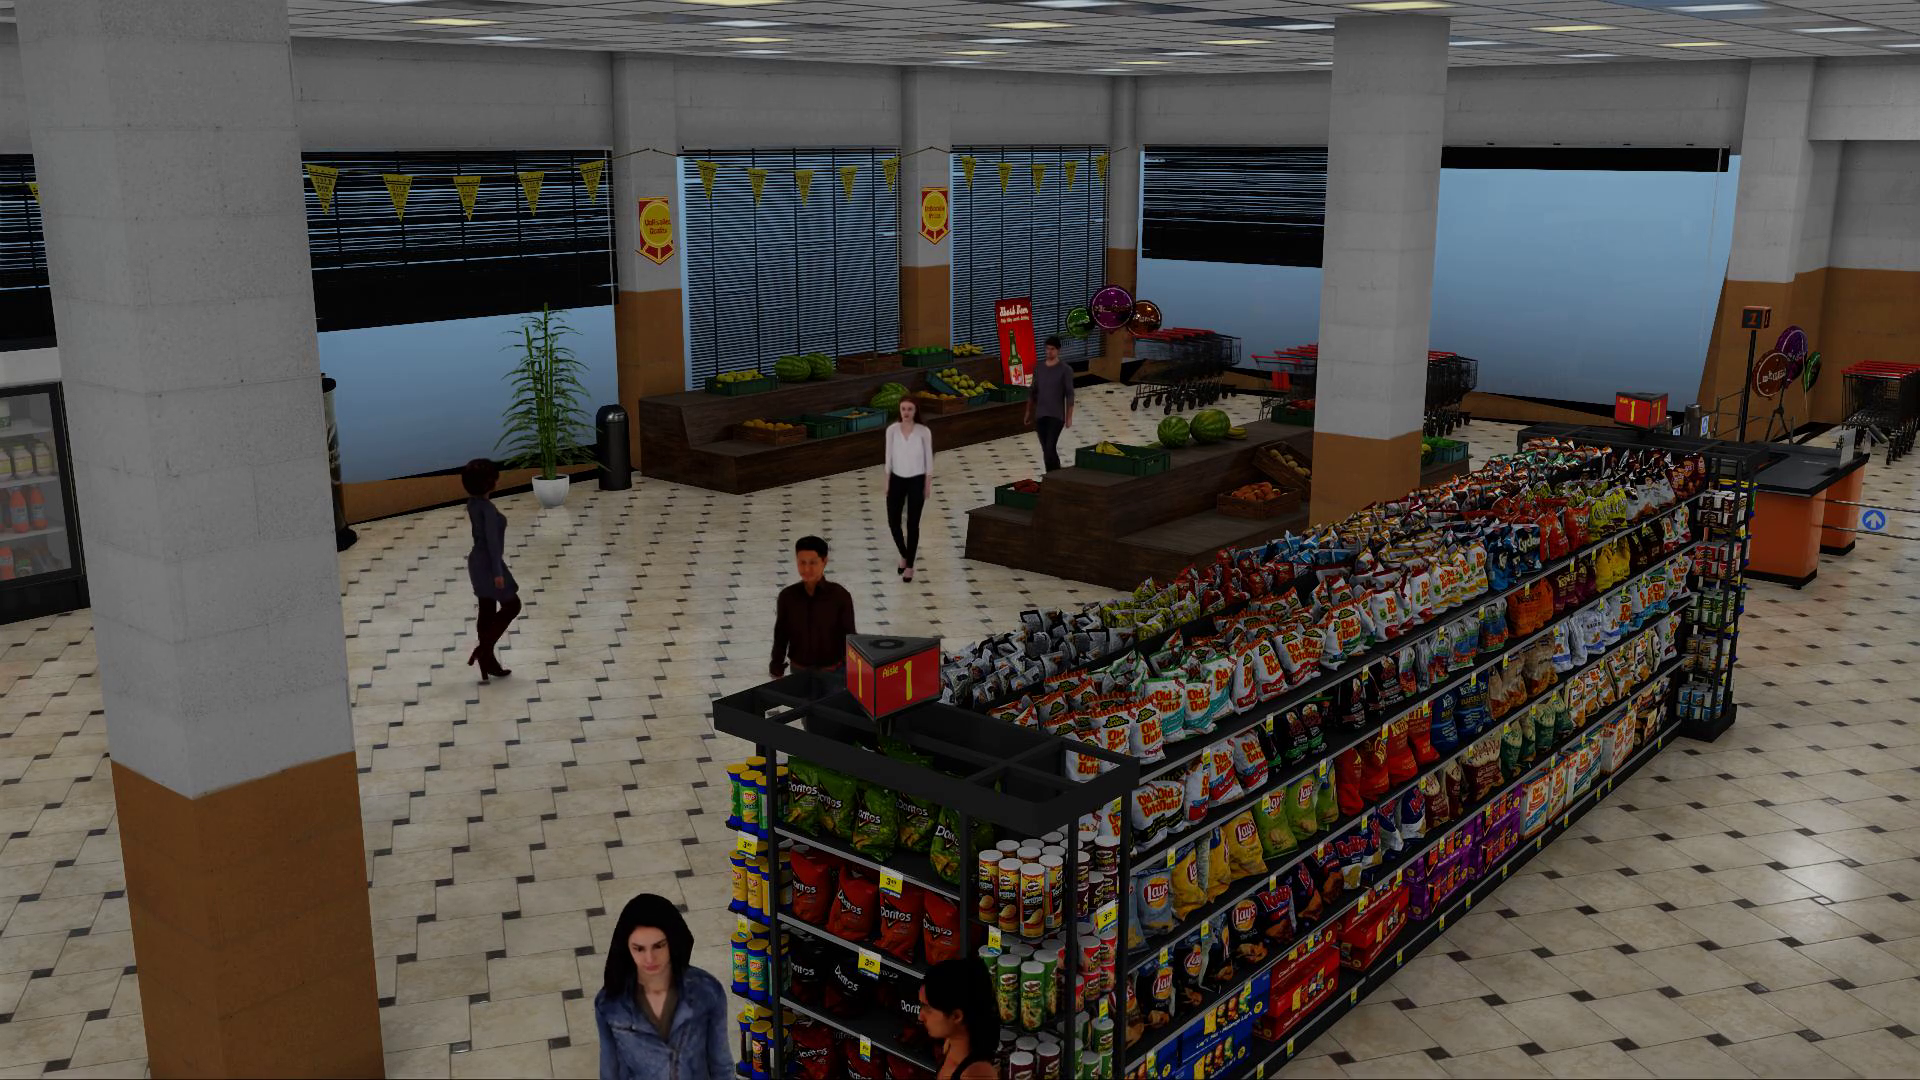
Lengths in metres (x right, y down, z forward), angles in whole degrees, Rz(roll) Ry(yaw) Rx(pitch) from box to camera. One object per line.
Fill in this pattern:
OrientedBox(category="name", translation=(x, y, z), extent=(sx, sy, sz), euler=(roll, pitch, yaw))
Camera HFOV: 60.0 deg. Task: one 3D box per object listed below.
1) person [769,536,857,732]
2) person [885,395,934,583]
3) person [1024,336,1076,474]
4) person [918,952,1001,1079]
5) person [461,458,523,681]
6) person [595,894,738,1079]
OrientedBox(category="person", translation=(-0.834, 0.823, 10.007), extent=(0.947, 1.755, 1.078), euler=(3, 14, 11))
OrientedBox(category="person", translation=(-0.469, -0.487, 15.416), extent=(0.729, 1.751, 0.760), euler=(2, 14, 9))
OrientedBox(category="person", translation=(1.100, -1.430, 19.130), extent=(0.690, 1.833, 0.641), euler=(12, 18, 41))
OrientedBox(category="person", translation=(0.111, 2.055, 5.124), extent=(0.908, 1.662, 0.843), euler=(-4, 14, -16))
OrientedBox(category="person", translation=(-3.618, 0.245, 12.500), extent=(0.704, 1.702, 0.671), euler=(-10, 17, -35))
OrientedBox(category="person", translation=(-0.952, 1.939, 5.428), extent=(1.103, 1.744, 1.123), euler=(-3, 14, -10))
